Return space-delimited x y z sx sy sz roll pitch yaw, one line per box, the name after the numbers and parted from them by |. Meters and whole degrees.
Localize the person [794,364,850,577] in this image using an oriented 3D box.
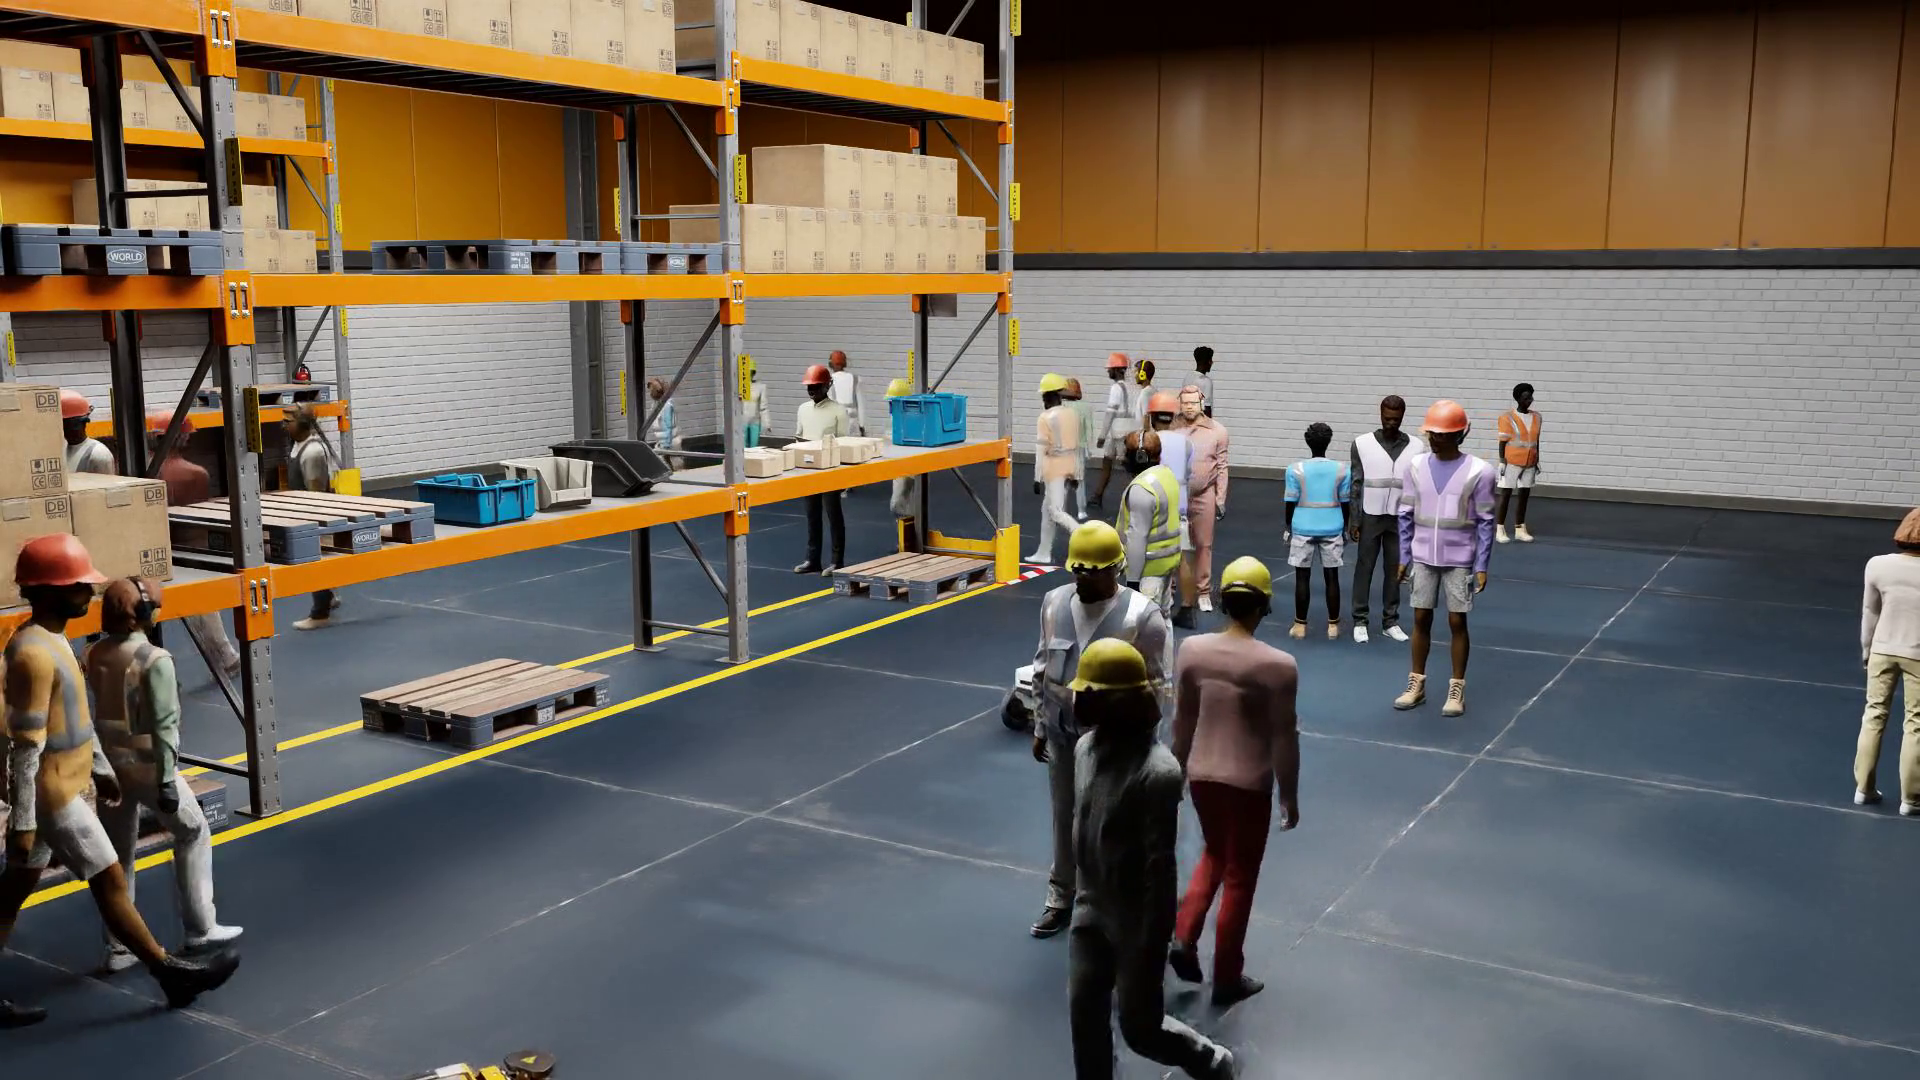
-1.308 -0.650 15.621 0.621 1.992 0.397 6 11 34 | person

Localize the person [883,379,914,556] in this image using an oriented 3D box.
-0.563 -0.695 16.467 0.442 1.809 0.675 -3 10 -20 | person

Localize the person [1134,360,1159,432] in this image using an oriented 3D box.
2.100 -1.098 18.814 0.310 1.868 0.534 3 10 20 | person

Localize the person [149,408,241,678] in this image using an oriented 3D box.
-5.316 0.077 11.282 0.636 1.936 1.075 2 9 11 | person

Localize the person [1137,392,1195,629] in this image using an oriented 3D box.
1.621 -0.257 13.529 0.570 1.875 1.000 -4 10 -24 | person

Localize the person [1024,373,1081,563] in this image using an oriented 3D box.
1.001 -0.664 16.061 0.845 1.892 0.589 6 11 35 | person

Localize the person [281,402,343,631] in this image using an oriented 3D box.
-5.195 -0.182 13.194 0.398 1.832 0.541 -7 11 -36 | person

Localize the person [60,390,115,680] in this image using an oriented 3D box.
-6.124 -0.030 11.612 0.610 2.040 0.394 6 11 34 | person

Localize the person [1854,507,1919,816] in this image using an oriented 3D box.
4.990 0.633 8.757 0.272 1.627 0.496 -7 11 -37 | person

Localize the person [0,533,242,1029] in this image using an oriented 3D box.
-3.326 0.908 6.247 1.018 1.876 0.569 -5 10 -27 | person

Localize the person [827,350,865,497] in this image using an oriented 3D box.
-1.548 -1.486 21.239 0.615 1.862 0.555 -5 10 -27 | person

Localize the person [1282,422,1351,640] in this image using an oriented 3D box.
2.766 -0.067 12.899 0.540 1.697 0.317 0 9 0 | person

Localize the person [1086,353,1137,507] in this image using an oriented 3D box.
1.931 -1.296 20.002 0.982 1.895 0.565 3 10 18 | person

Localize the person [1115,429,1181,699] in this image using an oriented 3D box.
1.219 0.189 10.910 0.431 1.835 0.624 4 10 23 | person

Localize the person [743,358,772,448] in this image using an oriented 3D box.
-2.757 -1.508 21.742 0.540 1.744 0.545 -4 10 -25 | person

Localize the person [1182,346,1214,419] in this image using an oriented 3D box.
2.943 -1.414 20.516 0.378 1.958 0.607 -3 10 -20 | person

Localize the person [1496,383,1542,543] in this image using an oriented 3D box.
5.908 -0.813 17.568 0.540 1.695 0.317 -3 10 -19 | person

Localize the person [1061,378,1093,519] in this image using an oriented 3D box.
1.284 -1.051 19.247 0.509 1.632 0.269 0 9 2 | person

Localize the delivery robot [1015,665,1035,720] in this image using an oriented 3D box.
0.667 0.864 10.358 0.477 0.478 0.707 8 12 41 | delivery robot

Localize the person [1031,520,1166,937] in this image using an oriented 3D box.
0.562 0.813 7.031 0.588 1.823 0.403 5 10 27 | person

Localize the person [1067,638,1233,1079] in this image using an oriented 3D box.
0.564 1.142 5.251 0.608 1.728 0.489 -6 11 -34 | person

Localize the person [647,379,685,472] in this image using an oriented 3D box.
-3.526 -1.135 19.894 0.884 1.589 0.547 -7 11 -36 | person

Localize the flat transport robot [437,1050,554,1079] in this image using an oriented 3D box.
-1.859 1.906 5.028 1.431 0.197 0.652 -5 11 -31 | flat transport robot

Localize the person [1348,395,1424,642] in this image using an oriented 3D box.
3.283 -0.167 12.863 0.587 1.913 0.390 -1 9 -7 | person

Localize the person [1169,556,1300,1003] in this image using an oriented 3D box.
1.071 0.938 6.483 0.569 1.738 0.420 9 13 43 | person

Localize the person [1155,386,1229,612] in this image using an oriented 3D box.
1.924 -0.343 13.981 0.648 1.907 0.409 1 9 8 | person

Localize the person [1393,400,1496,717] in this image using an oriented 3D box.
3.098 0.120 10.684 0.610 2.037 0.400 7 11 35 | person

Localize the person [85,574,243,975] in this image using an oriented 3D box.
-3.290 0.938 6.851 0.547 1.612 0.649 5 10 29 | person
